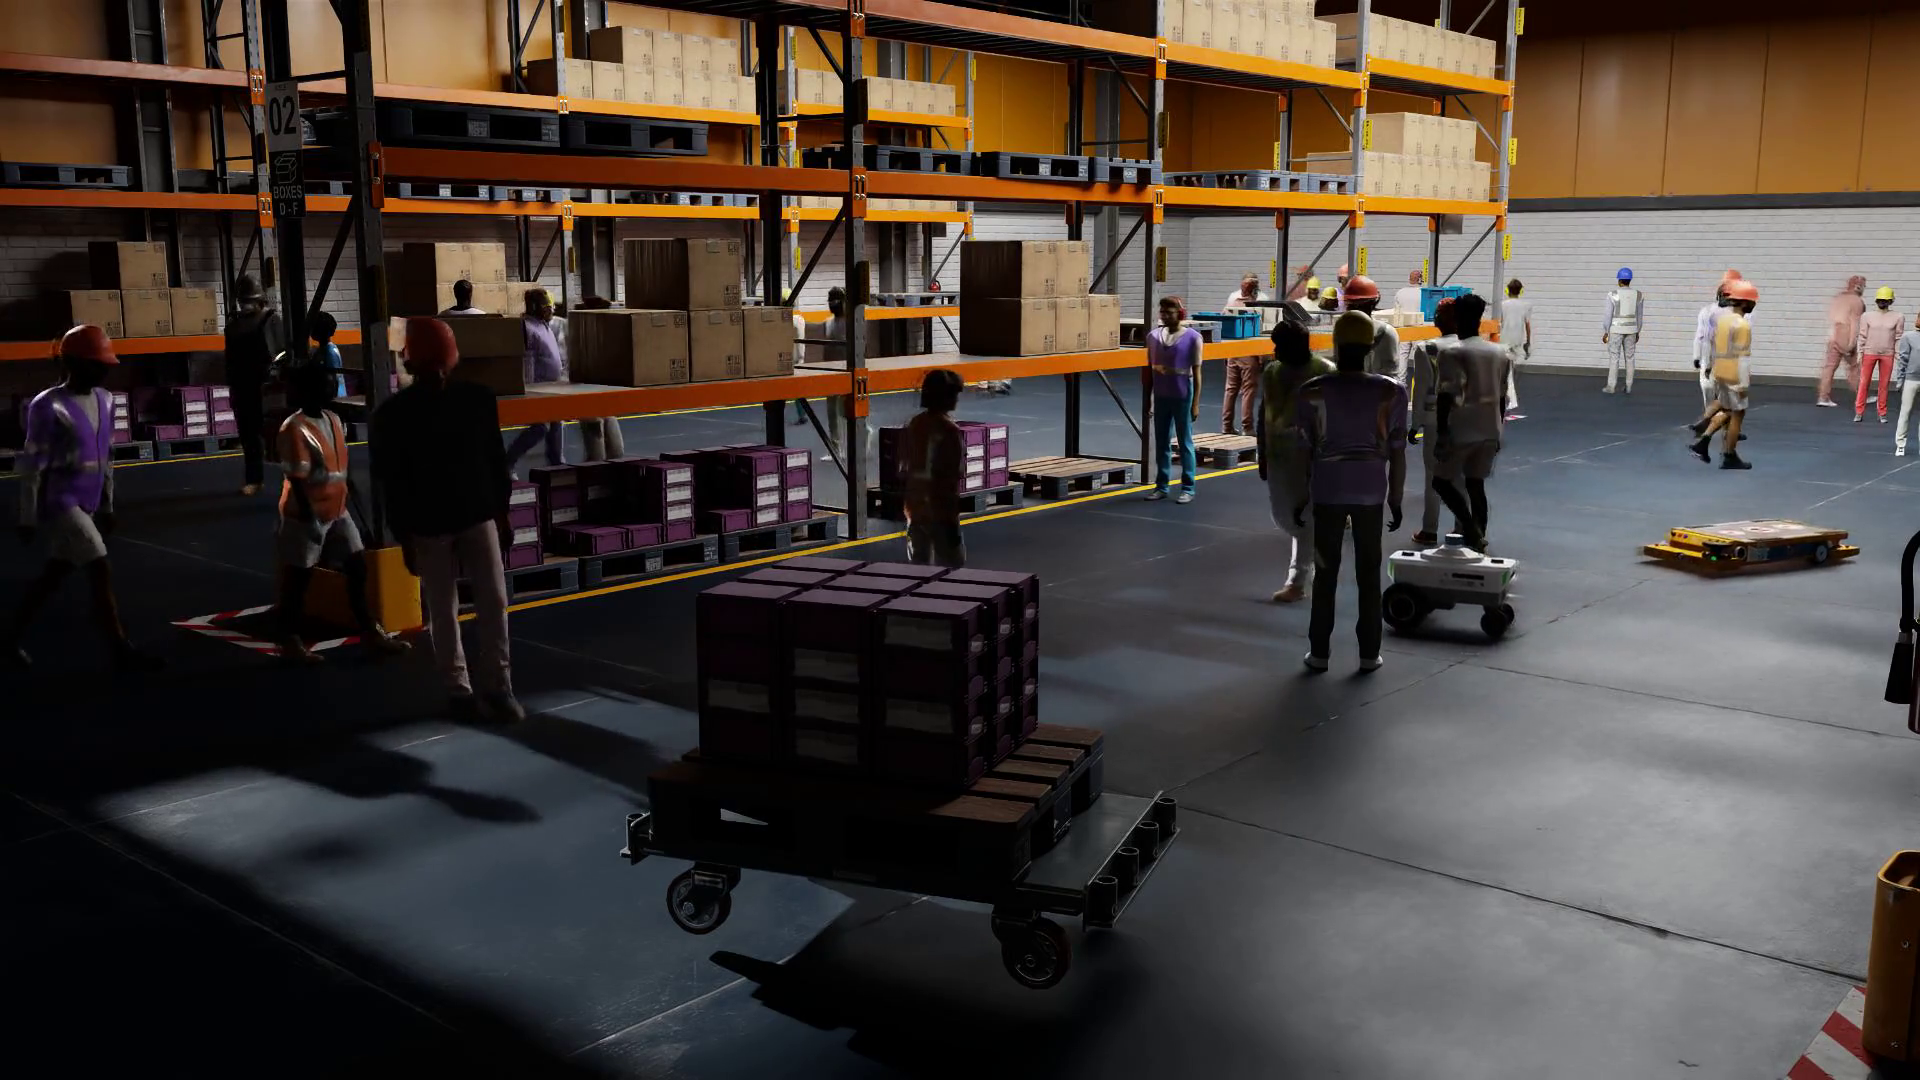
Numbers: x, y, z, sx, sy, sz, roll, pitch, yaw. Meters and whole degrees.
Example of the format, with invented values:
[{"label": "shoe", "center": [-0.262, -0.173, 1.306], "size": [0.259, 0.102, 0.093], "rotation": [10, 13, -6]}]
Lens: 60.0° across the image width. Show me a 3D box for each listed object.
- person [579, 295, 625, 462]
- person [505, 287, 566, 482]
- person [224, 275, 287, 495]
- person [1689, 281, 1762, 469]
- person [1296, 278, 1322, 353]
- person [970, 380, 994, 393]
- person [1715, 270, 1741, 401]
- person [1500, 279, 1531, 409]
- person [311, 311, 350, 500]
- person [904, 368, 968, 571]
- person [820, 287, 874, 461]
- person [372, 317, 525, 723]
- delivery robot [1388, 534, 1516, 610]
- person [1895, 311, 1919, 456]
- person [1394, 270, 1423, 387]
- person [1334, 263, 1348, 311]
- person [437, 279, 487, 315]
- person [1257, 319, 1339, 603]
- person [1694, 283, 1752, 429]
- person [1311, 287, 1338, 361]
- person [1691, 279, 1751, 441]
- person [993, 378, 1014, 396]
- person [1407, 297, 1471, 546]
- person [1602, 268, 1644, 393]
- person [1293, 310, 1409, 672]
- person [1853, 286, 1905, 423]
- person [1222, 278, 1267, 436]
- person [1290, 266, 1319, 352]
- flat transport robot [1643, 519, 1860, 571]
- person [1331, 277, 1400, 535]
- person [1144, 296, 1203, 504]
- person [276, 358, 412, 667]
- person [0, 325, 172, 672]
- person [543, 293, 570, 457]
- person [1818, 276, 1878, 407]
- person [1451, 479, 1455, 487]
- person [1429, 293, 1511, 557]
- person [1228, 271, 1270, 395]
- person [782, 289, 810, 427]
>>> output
[{"label": "person", "center": [-2.859, -0.994, 13.234], "size": [0.416, 1.884, 0.592], "rotation": [3, 10, 16]}, {"label": "person", "center": [-4.012, -1.457, 15.831], "size": [0.723, 1.889, 0.665], "rotation": [1, 10, 4]}, {"label": "person", "center": [-6.429, -1.431, 15.252], "size": [0.699, 2.000, 0.626], "rotation": [3, 10, 15]}, {"label": "person", "center": [7.841, -1.666, 16.939], "size": [0.502, 1.920, 0.562], "rotation": [0, 10, -2]}, {"label": "person", "center": [5.417, -3.127, 25.607], "size": [0.621, 1.789, 0.888], "rotation": [1, 10, 4]}, {"label": "person", "center": [0.339, -3.254, 25.966], "size": [0.386, 1.929, 0.638], "rotation": [5, 11, 28]}, {"label": "person", "center": [11.272, -2.985, 24.399], "size": [0.372, 1.935, 0.551], "rotation": [-2, 10, -14]}, {"label": "person", "center": [7.769, -2.765, 23.497], "size": [0.540, 1.826, 0.962], "rotation": [0, 10, -1]}, {"label": "person", "center": [-5.649, -1.193, 14.881], "size": [0.319, 1.697, 0.533], "rotation": [-6, 11, -29]}, {"label": "person", "center": [-0.217, -0.134, 9.104], "size": [0.675, 1.611, 0.551], "rotation": [-6, 11, -29]}, {"label": "person", "center": [-1.248, -1.772, 17.734], "size": [0.516, 1.855, 0.602], "rotation": [8, 13, 40]}, {"label": "person", "center": [-2.375, -0.067, 7.759], "size": [0.653, 1.944, 0.592], "rotation": [-6, 12, -32]}, {"label": "delivery robot", "center": [2.925, 0.207, 9.890], "size": [0.707, 0.478, 0.477], "rotation": [5, 11, 26]}, {"label": "person", "center": [10.409, -1.712, 18.005], "size": [0.505, 1.636, 0.279], "rotation": [2, 10, 13]}, {"label": "person", "center": [7.314, -3.386, 26.769], "size": [0.651, 1.907, 0.409], "rotation": [9, 13, 41]}, {"label": "person", "center": [5.421, -2.871, 23.444], "size": [0.609, 2.044, 0.396], "rotation": [-2, 10, -11]}, {"label": "person", "center": [-5.294, -1.823, 17.832], "size": [0.596, 1.918, 0.382], "rotation": [0, 10, 0]}, {"label": "person", "center": [2.229, -0.532, 10.808], "size": [0.648, 1.810, 0.753], "rotation": [9, 14, 43]}, {"label": "person", "center": [9.602, -2.324, 20.972], "size": [0.646, 1.821, 0.780], "rotation": [6, 12, 31]}, {"label": "person", "center": [4.909, -2.510, 22.252], "size": [0.487, 1.741, 0.313], "rotation": [-5, 11, -27]}, {"label": "person", "center": [8.846, -2.064, 19.263], "size": [0.899, 1.910, 0.555], "rotation": [-4, 11, -23]}, {"label": "person", "center": [0.661, -3.092, 25.384], "size": [0.600, 1.803, 0.425], "rotation": [6, 11, 29]}, {"label": "person", "center": [3.691, -0.891, 12.628], "size": [0.574, 1.883, 0.355], "rotation": [-1, 10, -7]}, {"label": "person", "center": [10.305, -3.251, 25.875], "size": [0.605, 1.951, 0.381], "rotation": [-1, 10, -4]}, {"label": "person", "center": [2.067, -0.251, 8.848], "size": [0.591, 1.930, 0.357], "rotation": [2, 10, 9]}, {"label": "person", "center": [11.892, -2.391, 21.512], "size": [0.526, 1.765, 0.330], "rotation": [4, 11, 22]}, {"label": "person", "center": [3.445, -2.194, 20.026], "size": [0.395, 1.900, 0.647], "rotation": [-9, 13, -41]}, {"label": "person", "center": [6.206, -3.968, 30.009], "size": [0.607, 1.943, 1.008], "rotation": [7, 12, 35]}, {"label": "flat transport robot", "center": [5.722, 0.024, 12.007], "size": [1.431, 0.197, 0.652], "rotation": [-4, 11, -24]}, {"label": "person", "center": [3.130, -1.042, 13.067], "size": [0.409, 2.031, 0.609], "rotation": [-8, 13, -38]}, {"label": "person", "center": [1.897, -1.240, 14.764], "size": [0.565, 1.835, 0.389], "rotation": [8, 13, 39]}, {"label": "person", "center": [-3.341, -0.132, 8.908], "size": [0.773, 1.667, 0.548], "rotation": [2, 10, 12]}, {"label": "person", "center": [-4.779, -0.205, 8.811], "size": [0.994, 1.876, 0.539], "rotation": [1, 10, 4]}, {"label": "person", "center": [-4.455, -1.765, 17.844], "size": [0.606, 1.794, 0.827], "rotation": [1, 10, 4]}, {"label": "person", "center": [12.676, -2.811, 23.624], "size": [0.968, 1.850, 0.631], "rotation": [-2, 10, -13]}, {"label": "person", "center": [4.364, -1.149, 14.788], "size": [0.309, 1.639, 0.523], "rotation": [-4, 11, -24]}, {"label": "person", "center": [3.586, -0.766, 11.754], "size": [0.678, 1.938, 0.500], "rotation": [-5, 11, -25]}, {"label": "person", "center": [4.354, -3.102, 25.144], "size": [0.622, 1.912, 0.924], "rotation": [2, 10, 10]}, {"label": "person", "center": [-2.178, -2.304, 21.100], "size": [0.542, 1.724, 0.865], "rotation": [2, 10, 14]}]
